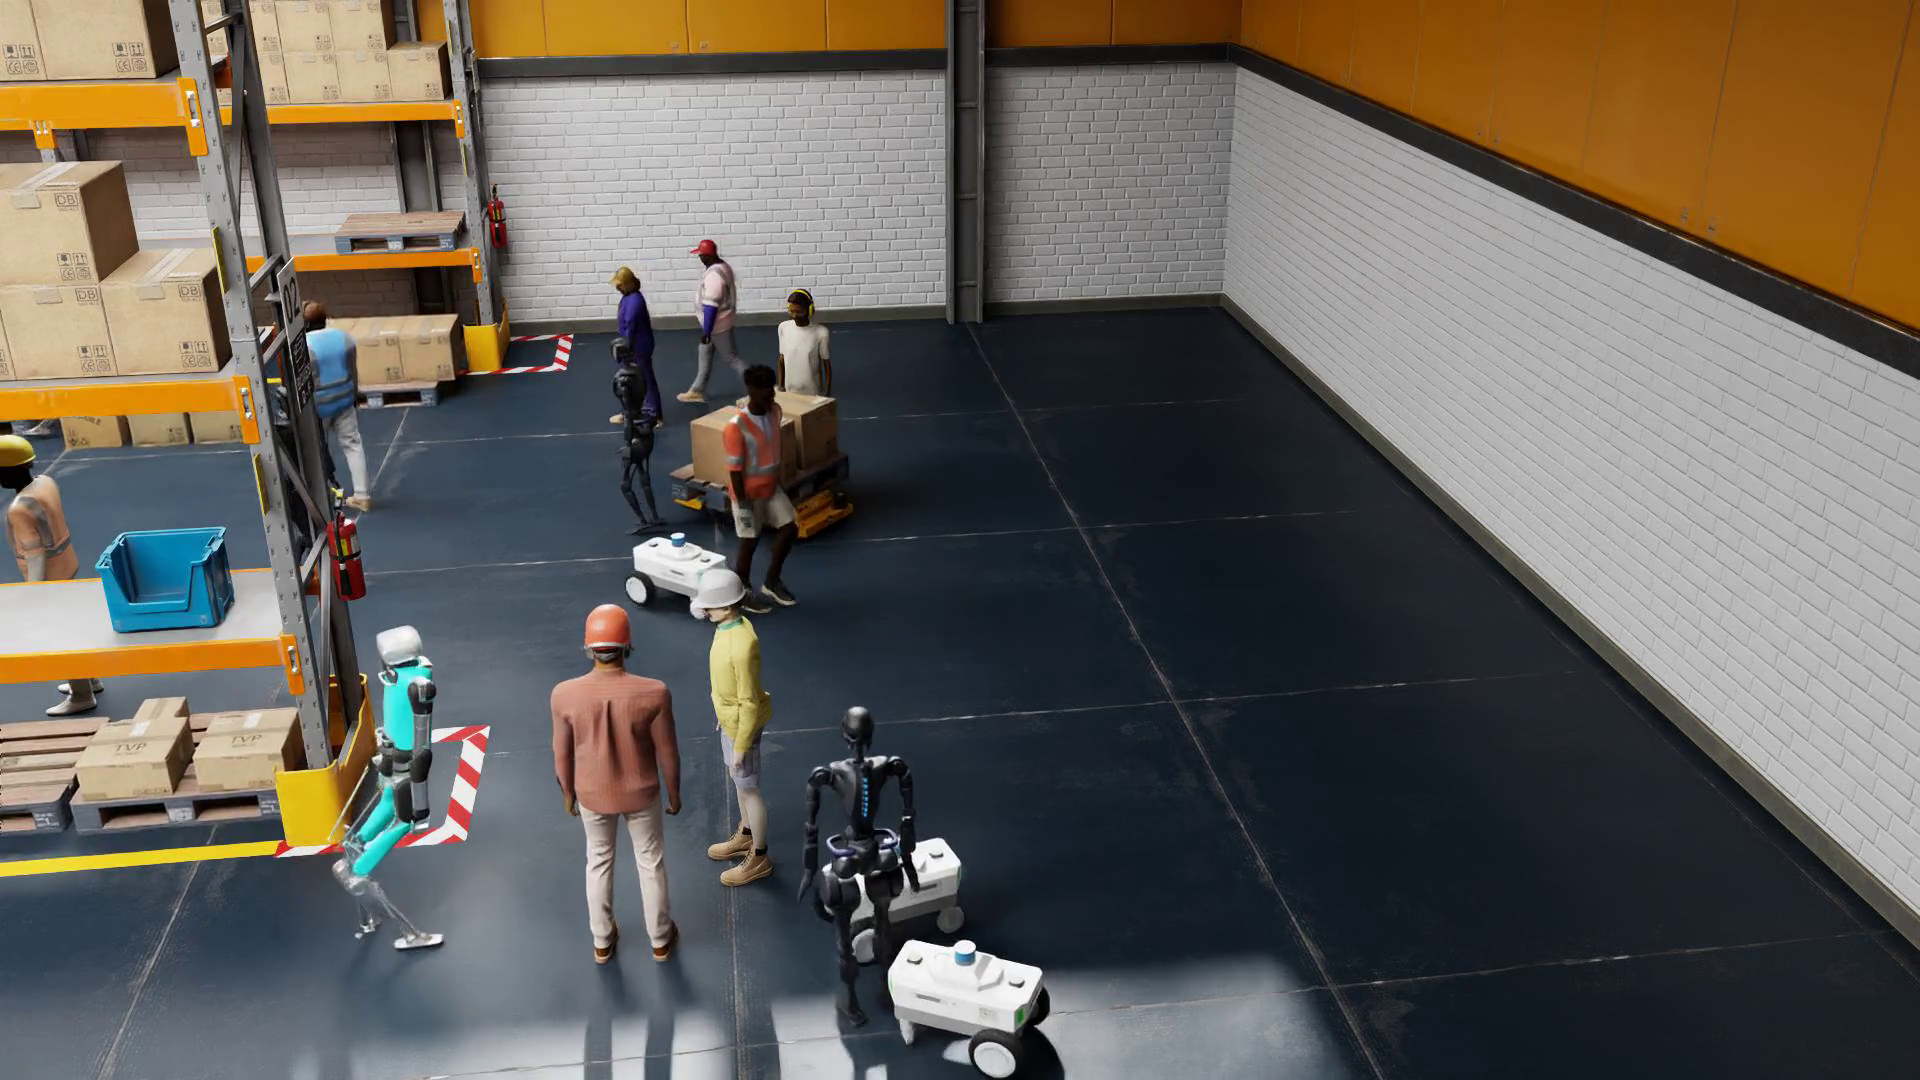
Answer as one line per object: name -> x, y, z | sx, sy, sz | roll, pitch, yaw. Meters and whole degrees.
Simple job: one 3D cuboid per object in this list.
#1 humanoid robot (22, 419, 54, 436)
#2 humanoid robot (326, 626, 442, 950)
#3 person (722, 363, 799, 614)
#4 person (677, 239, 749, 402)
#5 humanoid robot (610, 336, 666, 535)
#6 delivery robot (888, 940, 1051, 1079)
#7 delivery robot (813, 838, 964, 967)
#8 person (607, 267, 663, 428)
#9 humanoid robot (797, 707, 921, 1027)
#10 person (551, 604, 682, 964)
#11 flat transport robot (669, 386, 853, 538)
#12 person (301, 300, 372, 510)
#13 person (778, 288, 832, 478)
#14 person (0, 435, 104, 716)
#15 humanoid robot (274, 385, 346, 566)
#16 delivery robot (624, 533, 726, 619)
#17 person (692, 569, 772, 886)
humanoid robot -> -8.457, -1.773, 15.587 | 0.993, 1.715, 0.570 | -5, 24, -11
humanoid robot -> -3.014, 1.350, 8.511 | 0.794, 1.790, 0.530 | -16, 28, -32
person -> -1.431, -0.364, 12.140 | 0.553, 1.940, 0.656 | 14, 27, 28
person -> -2.372, -2.157, 16.530 | 0.933, 1.703, 0.623 | 0, 24, -1
humanoid robot -> -2.643, -0.868, 13.616 | 0.318, 1.646, 0.610 | 0, 24, 0
delivery robot -> 0.049, 2.200, 8.019 | 0.757, 0.586, 0.518 | 8, 25, 18
delivery robot -> -0.377, 1.863, 8.805 | 0.796, 0.601, 0.499 | -10, 26, -22
person -> -3.165, -1.818, 15.879 | 0.600, 1.594, 0.451 | -8, 25, -18
humanoid robot -> -0.494, 1.576, 8.057 | 0.613, 1.646, 0.322 | -8, 25, -18
person -> -1.714, 1.247, 8.427 | 0.628, 1.985, 0.417 | -1, 24, -1
flat transport robot -> -1.684, -0.350, 14.194 | 1.431, 0.231, 0.659 | 14, 27, 29
person -> -5.423, -1.164, 14.139 | 0.958, 1.791, 0.653 | 18, 30, 35
person -> -1.340, -1.244, 14.249 | 0.512, 1.864, 0.329 | 8, 25, 17
person -> -5.946, 0.229, 10.812 | 0.382, 1.927, 0.587 | -4, 24, -9
humanoid robot -> -5.010, -0.416, 12.667 | 0.791, 1.630, 0.607 | 14, 27, 29
delivery robot -> -2.127, 0.239, 12.515 | 0.788, 0.610, 0.499 | 15, 28, 30
person -> -1.217, 1.008, 9.095 | 0.397, 1.884, 0.474 | -8, 25, -18
